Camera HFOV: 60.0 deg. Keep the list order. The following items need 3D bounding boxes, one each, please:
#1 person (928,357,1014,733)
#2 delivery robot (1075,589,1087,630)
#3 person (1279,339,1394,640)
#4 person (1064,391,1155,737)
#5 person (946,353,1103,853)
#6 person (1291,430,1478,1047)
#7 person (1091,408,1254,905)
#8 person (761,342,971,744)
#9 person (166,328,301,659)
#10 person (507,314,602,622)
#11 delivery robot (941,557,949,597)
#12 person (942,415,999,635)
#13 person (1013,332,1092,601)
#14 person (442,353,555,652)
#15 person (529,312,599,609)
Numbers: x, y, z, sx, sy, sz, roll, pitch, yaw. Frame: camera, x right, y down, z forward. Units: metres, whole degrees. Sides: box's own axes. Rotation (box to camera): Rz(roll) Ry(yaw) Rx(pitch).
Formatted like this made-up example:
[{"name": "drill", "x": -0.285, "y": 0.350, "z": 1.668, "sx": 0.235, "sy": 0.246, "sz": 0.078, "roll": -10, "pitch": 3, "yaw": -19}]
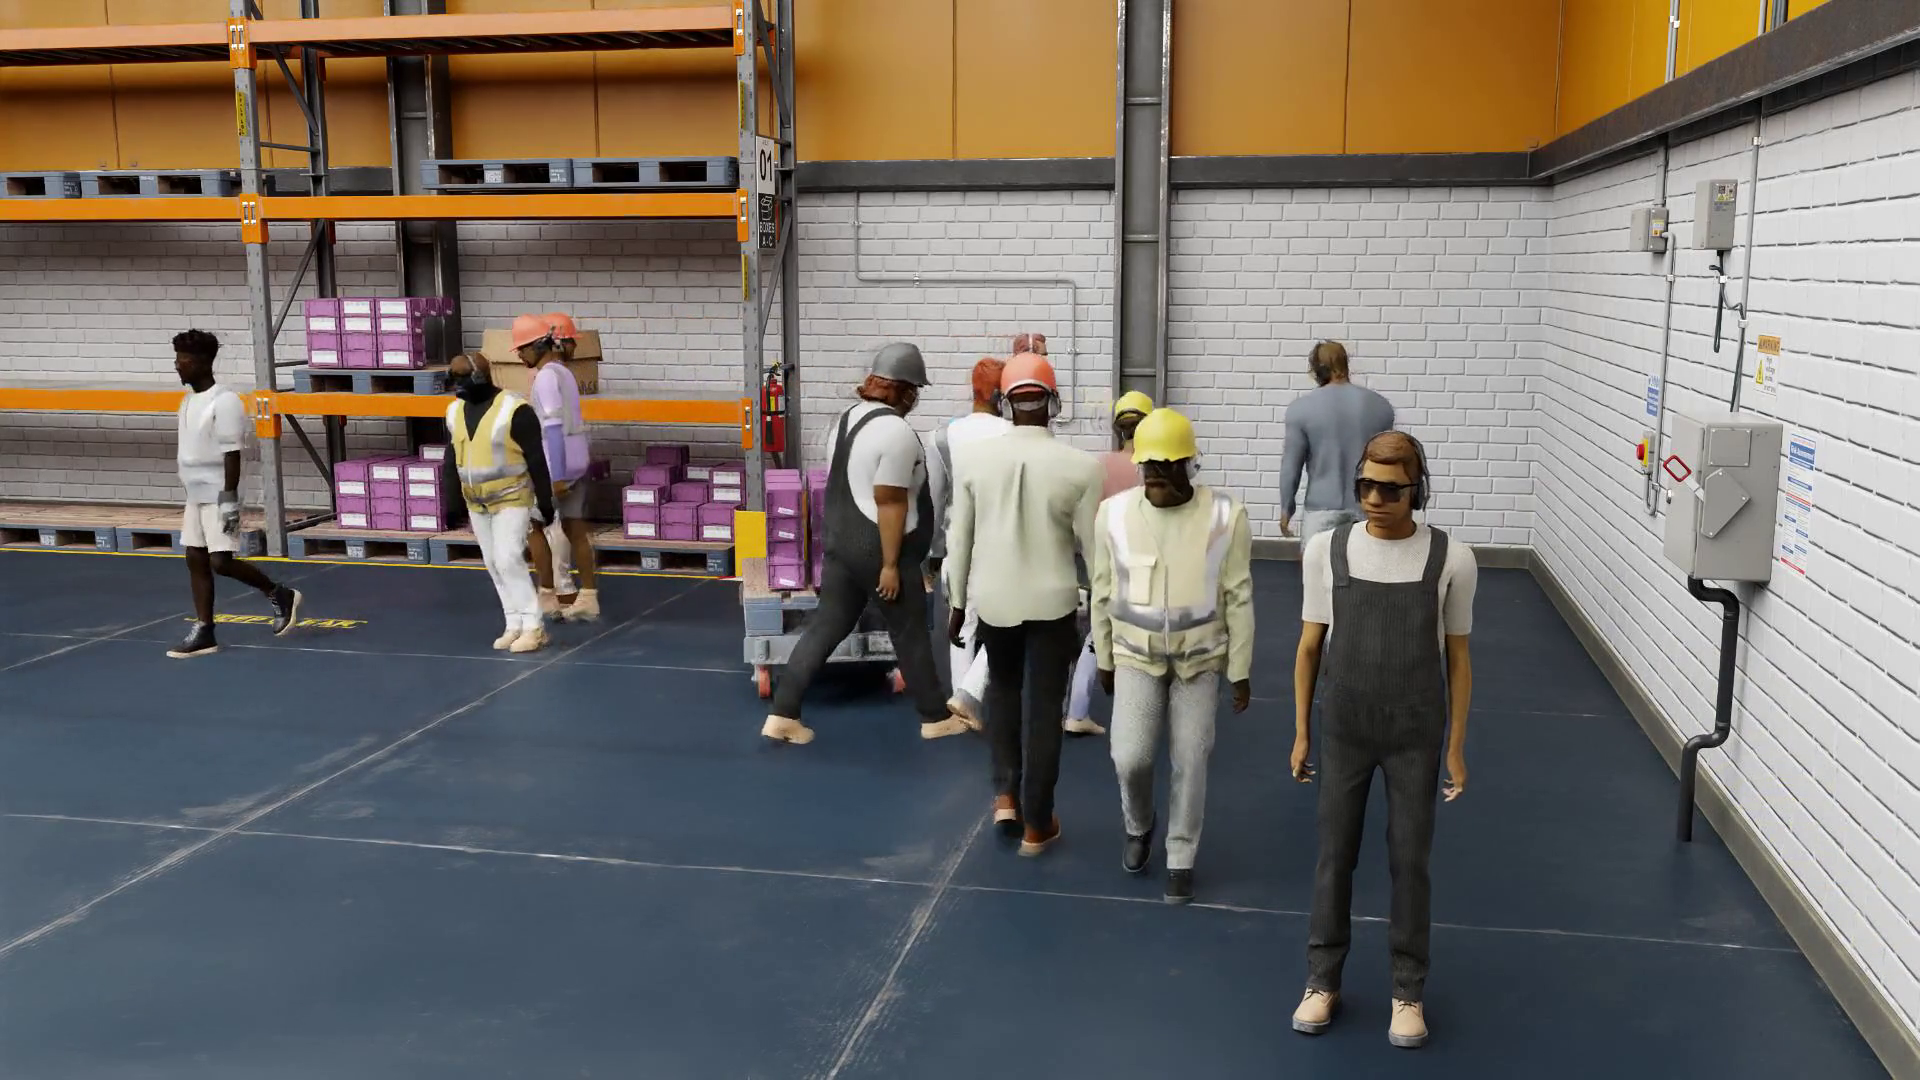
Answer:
[{"name": "person", "x": 0.094, "y": 0.055, "z": 8.114, "sx": 0.644, "sy": 1.861, "sz": 0.531, "roll": 4, "pitch": 10, "yaw": 24}, {"name": "delivery robot", "x": 0.438, "y": 0.362, "z": 9.911, "sx": 0.477, "sy": 0.478, "sz": 0.707, "roll": -7, "pitch": 12, "yaw": -35}, {"name": "person", "x": 2.141, "y": -0.160, "z": 9.307, "sx": 0.689, "sy": 1.907, "sz": 0.650, "roll": -1, "pitch": 9, "yaw": -6}, {"name": "person", "x": 0.877, "y": 0.120, "z": 8.236, "sx": 0.938, "sy": 1.697, "sz": 0.522, "roll": -8, "pitch": 12, "yaw": -40}, {"name": "person", "x": 0.290, "y": 0.247, "z": 6.624, "sx": 0.664, "sy": 1.968, "sz": 0.509, "roll": 2, "pitch": 10, "yaw": 14}, {"name": "person", "x": 1.249, "y": 0.588, "z": 4.957, "sx": 0.514, "sy": 1.842, "sz": 0.327, "roll": 3, "pitch": 10, "yaw": 19}, {"name": "person", "x": 0.766, "y": 0.424, "z": 6.041, "sx": 0.598, "sy": 1.811, "sz": 0.413, "roll": 2, "pitch": 10, "yaw": 10}, {"name": "person", "x": -0.477, "y": -0.014, "z": 7.991, "sx": 1.058, "sy": 2.000, "sz": 0.687, "roll": -6, "pitch": 11, "yaw": -32}, {"name": "person", "x": -4.394, "y": -0.284, "z": 9.891, "sx": 0.619, "sy": 1.952, "sz": 0.688, "roll": 7, "pitch": 12, "yaw": 38}, {"name": "person", "x": -2.659, "y": -0.451, "z": 10.760, "sx": 0.709, "sy": 1.991, "sz": 0.641, "roll": 0, "pitch": 9, "yaw": 1}, {"name": "delivery robot", "x": 0.151, "y": 0.251, "z": 10.580, "sx": 0.477, "sy": 0.478, "sz": 0.707, "roll": -4, "pitch": 10, "yaw": -24}, {"name": "person", "x": 0.146, "y": -0.203, "z": 10.238, "sx": 0.584, "sy": 1.661, "sz": 0.431, "roll": -2, "pitch": 10, "yaw": -13}, {"name": "person", "x": 0.544, "y": -0.418, "z": 10.949, "sx": 0.940, "sy": 1.864, "sz": 0.654, "roll": 0, "pitch": 9, "yaw": 0}, {"name": "person", "x": -2.765, "y": -0.220, "z": 9.953, "sx": 0.646, "sy": 1.804, "sz": 0.502, "roll": 5, "pitch": 11, "yaw": 28}, {"name": "person", "x": -2.714, "y": -0.538, "z": 11.280, "sx": 0.379, "sy": 1.996, "sz": 0.609, "roll": -5, "pitch": 11, "yaw": -28}]
